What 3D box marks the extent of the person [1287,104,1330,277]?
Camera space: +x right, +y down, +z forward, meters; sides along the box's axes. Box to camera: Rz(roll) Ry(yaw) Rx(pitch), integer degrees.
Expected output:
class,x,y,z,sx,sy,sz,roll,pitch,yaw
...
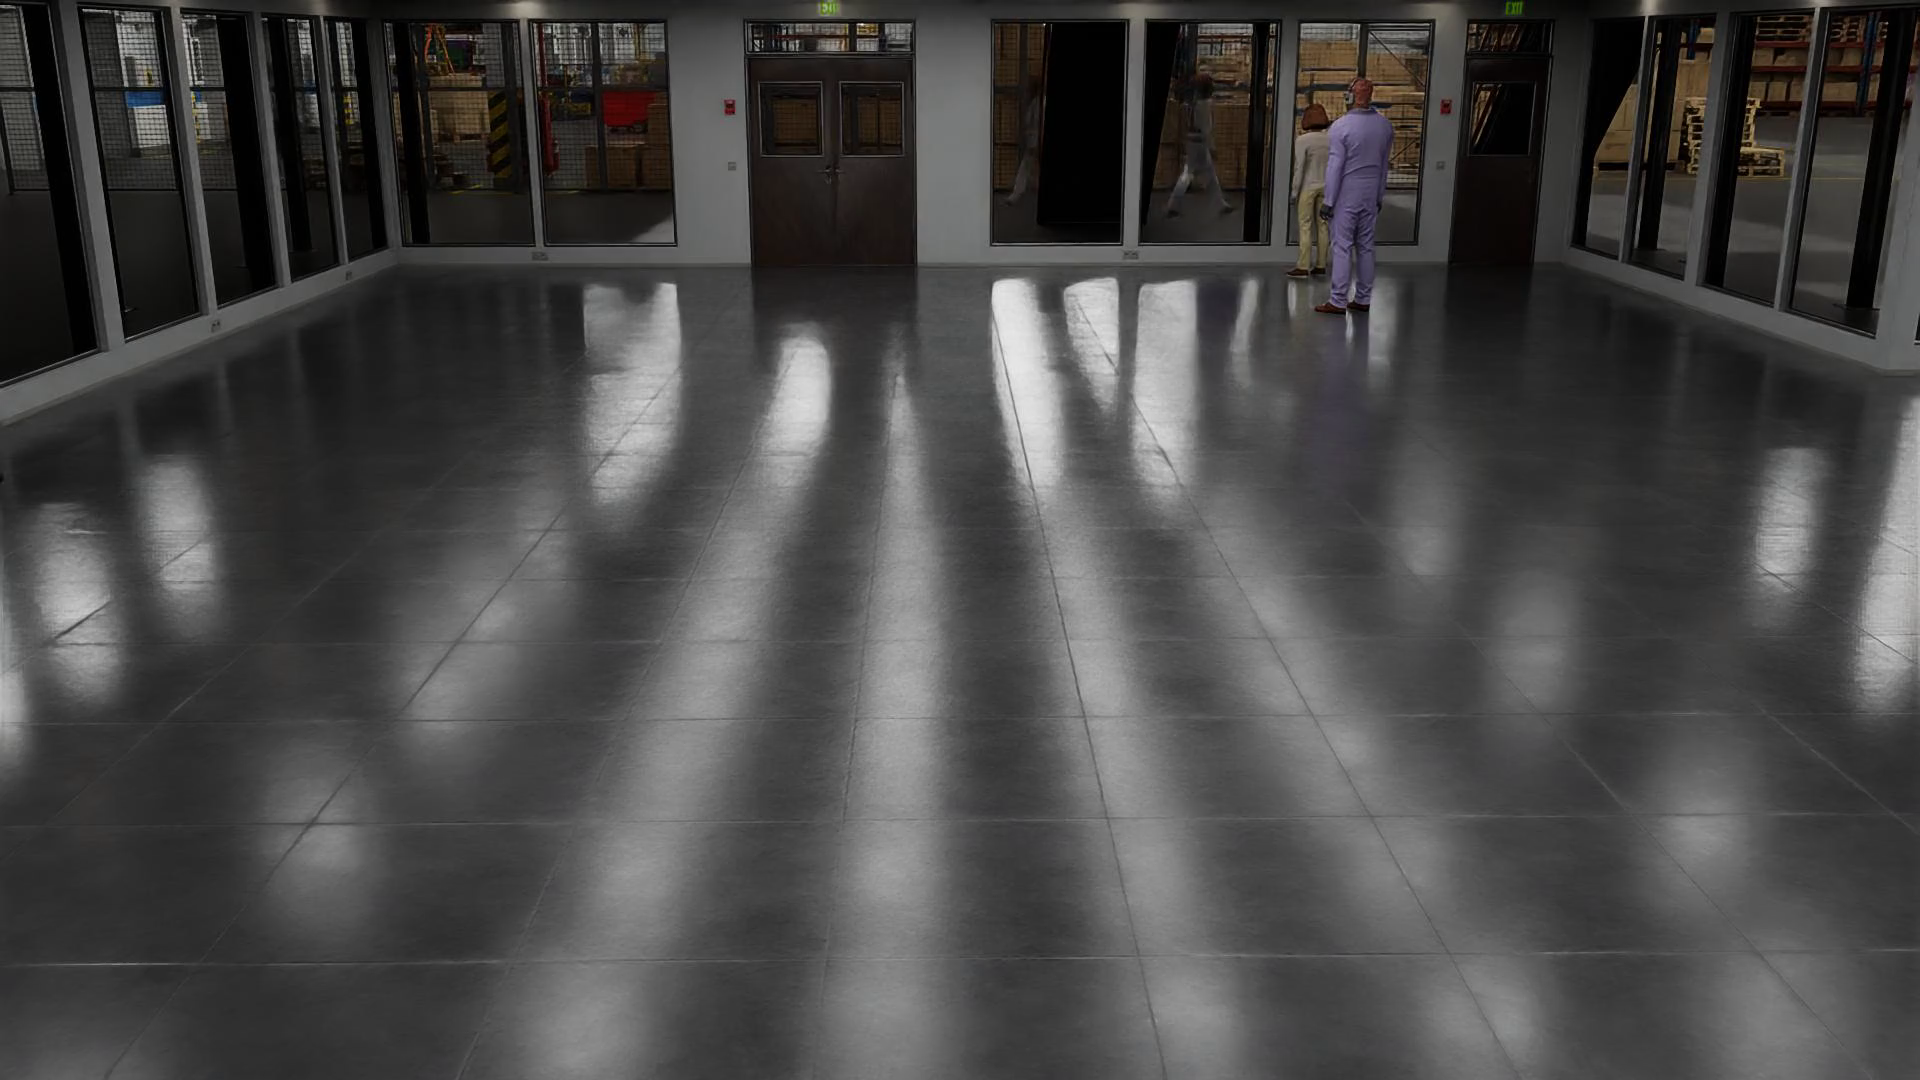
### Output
class,x,y,z,sx,sy,sz,roll,pitch,yaw
person,3.380,-3.343,15.957,0.507,1.632,0.276,-9,19,-29

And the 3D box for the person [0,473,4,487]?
class,x,y,z,sx,sy,sz,roll,pitch,yaw
person,-4.895,-0.969,7.531,0.519,1.833,0.896,6,17,19

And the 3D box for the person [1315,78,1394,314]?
class,x,y,z,sx,sy,sz,roll,pitch,yaw
person,3.227,-2.822,13.704,0.651,1.907,0.409,-10,19,-30
